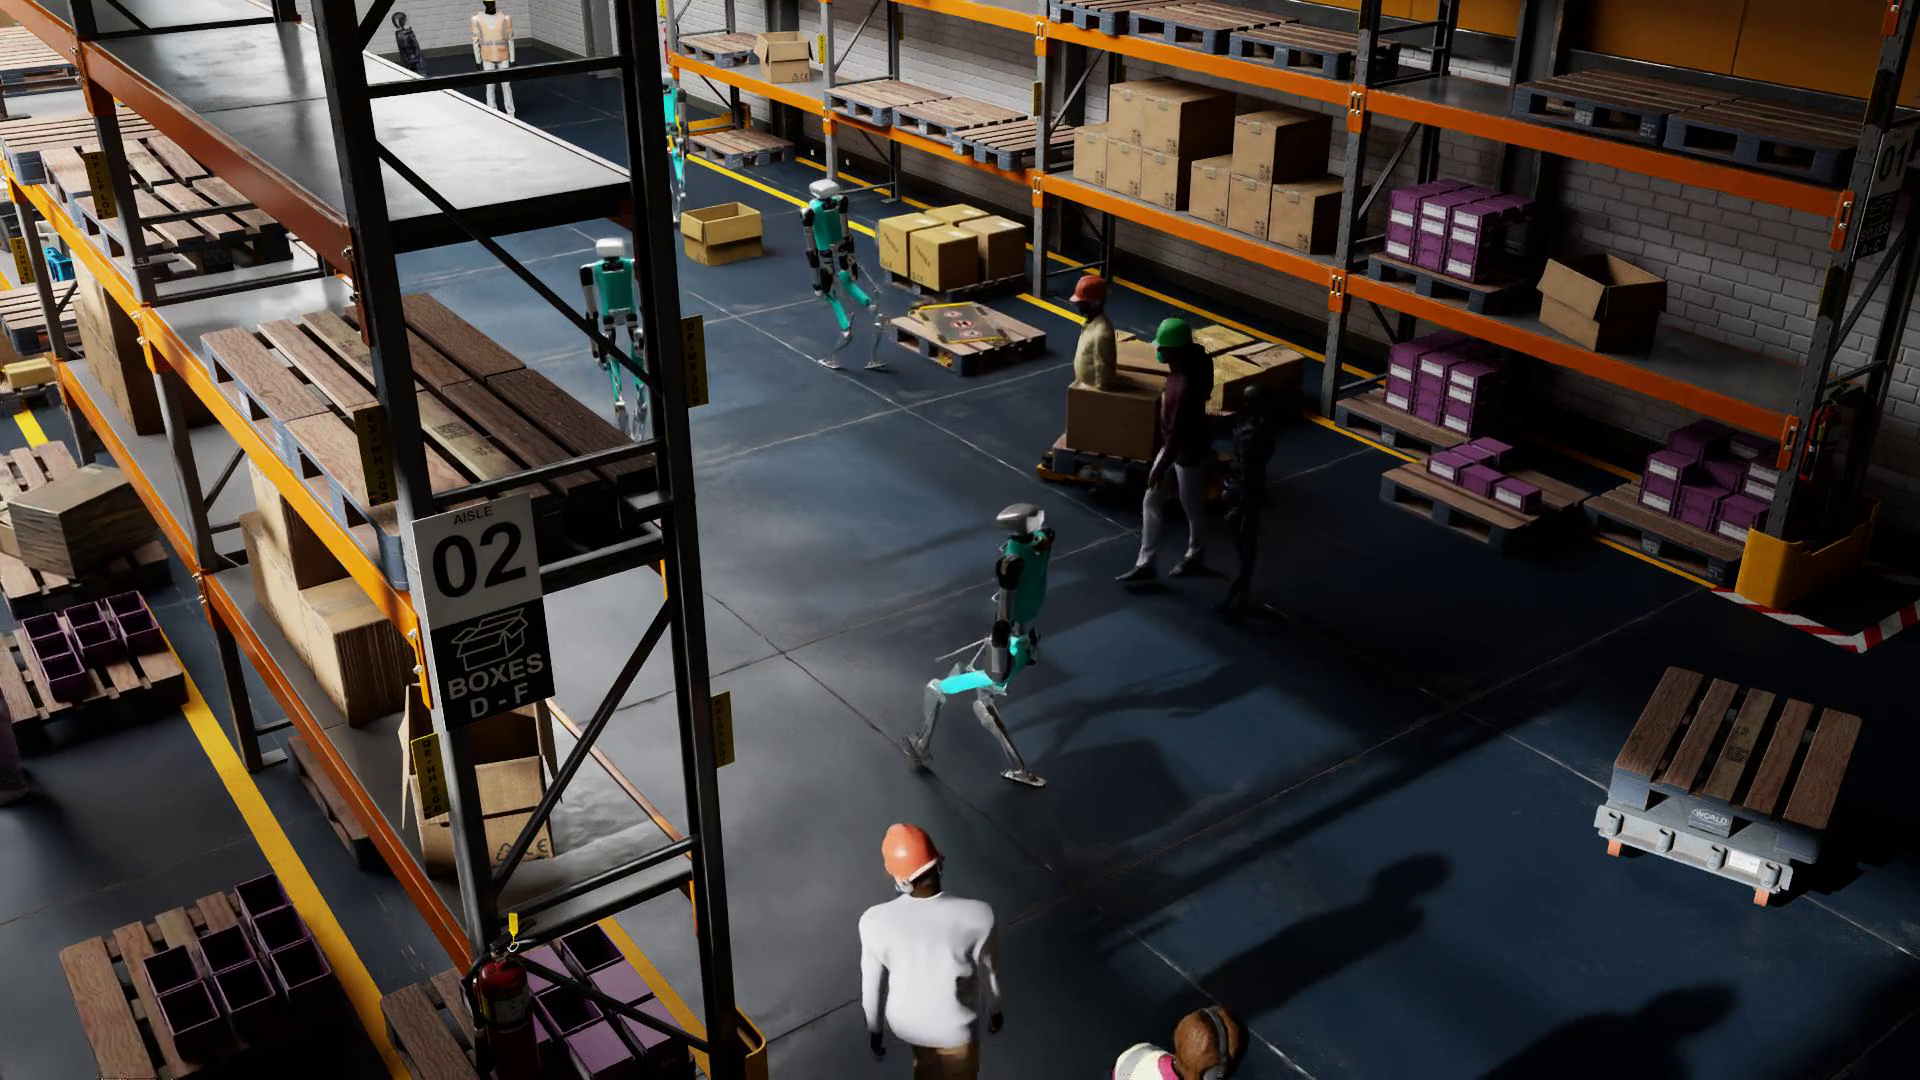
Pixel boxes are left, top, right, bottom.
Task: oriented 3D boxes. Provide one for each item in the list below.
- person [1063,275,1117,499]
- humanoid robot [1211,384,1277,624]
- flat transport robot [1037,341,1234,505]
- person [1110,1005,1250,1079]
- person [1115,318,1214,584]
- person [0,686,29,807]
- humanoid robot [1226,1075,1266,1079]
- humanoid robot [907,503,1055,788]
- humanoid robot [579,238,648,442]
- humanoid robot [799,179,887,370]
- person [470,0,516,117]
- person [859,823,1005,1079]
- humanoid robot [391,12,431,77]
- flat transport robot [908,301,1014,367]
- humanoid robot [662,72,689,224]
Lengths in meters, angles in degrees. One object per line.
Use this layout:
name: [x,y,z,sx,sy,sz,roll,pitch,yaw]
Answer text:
person: [1.007,-1.172,12.683,0.408,1.739,0.587,-3,27,-5]
humanoid robot: [1.886,-0.248,10.921,0.334,1.654,0.603,10,28,19]
flat transport robot: [1.389,-0.586,13.152,1.431,0.231,0.659,11,29,20]
person: [0.703,2.329,5.666,0.979,1.795,0.618,-11,29,-20]
person: [1.409,-0.565,11.279,0.828,1.904,0.470,-10,28,-19]
person: [-5.457,0.587,9.003,0.402,1.905,0.640,-14,30,-25]
humanoid robot: [0.863,2.357,5.778,0.591,1.627,0.691,-9,28,-17]
humanoid robot: [0.045,0.565,9.257,0.925,1.789,0.539,13,29,24]
humanoid robot: [-2.660,-1.422,13.200,0.555,1.774,0.965,-6,27,-12]
humanoid robot: [-0.966,-2.300,14.940,0.851,1.780,0.577,21,34,36]
person: [-6.708,-6.970,24.004,0.590,1.930,0.351,-8,28,-15]
person: [-0.113,1.900,6.602,0.559,1.700,0.733,5,27,10]
humanoid robot: [-7.808,-6.741,23.858,0.610,1.627,0.691,22,34,37]
flat transport robot: [-0.008,-1.994,15.953,0.659,0.231,1.431,-8,28,-15]
humanoid robot: [-3.344,-4.473,19.261,0.544,1.771,0.903,-11,29,-21]
